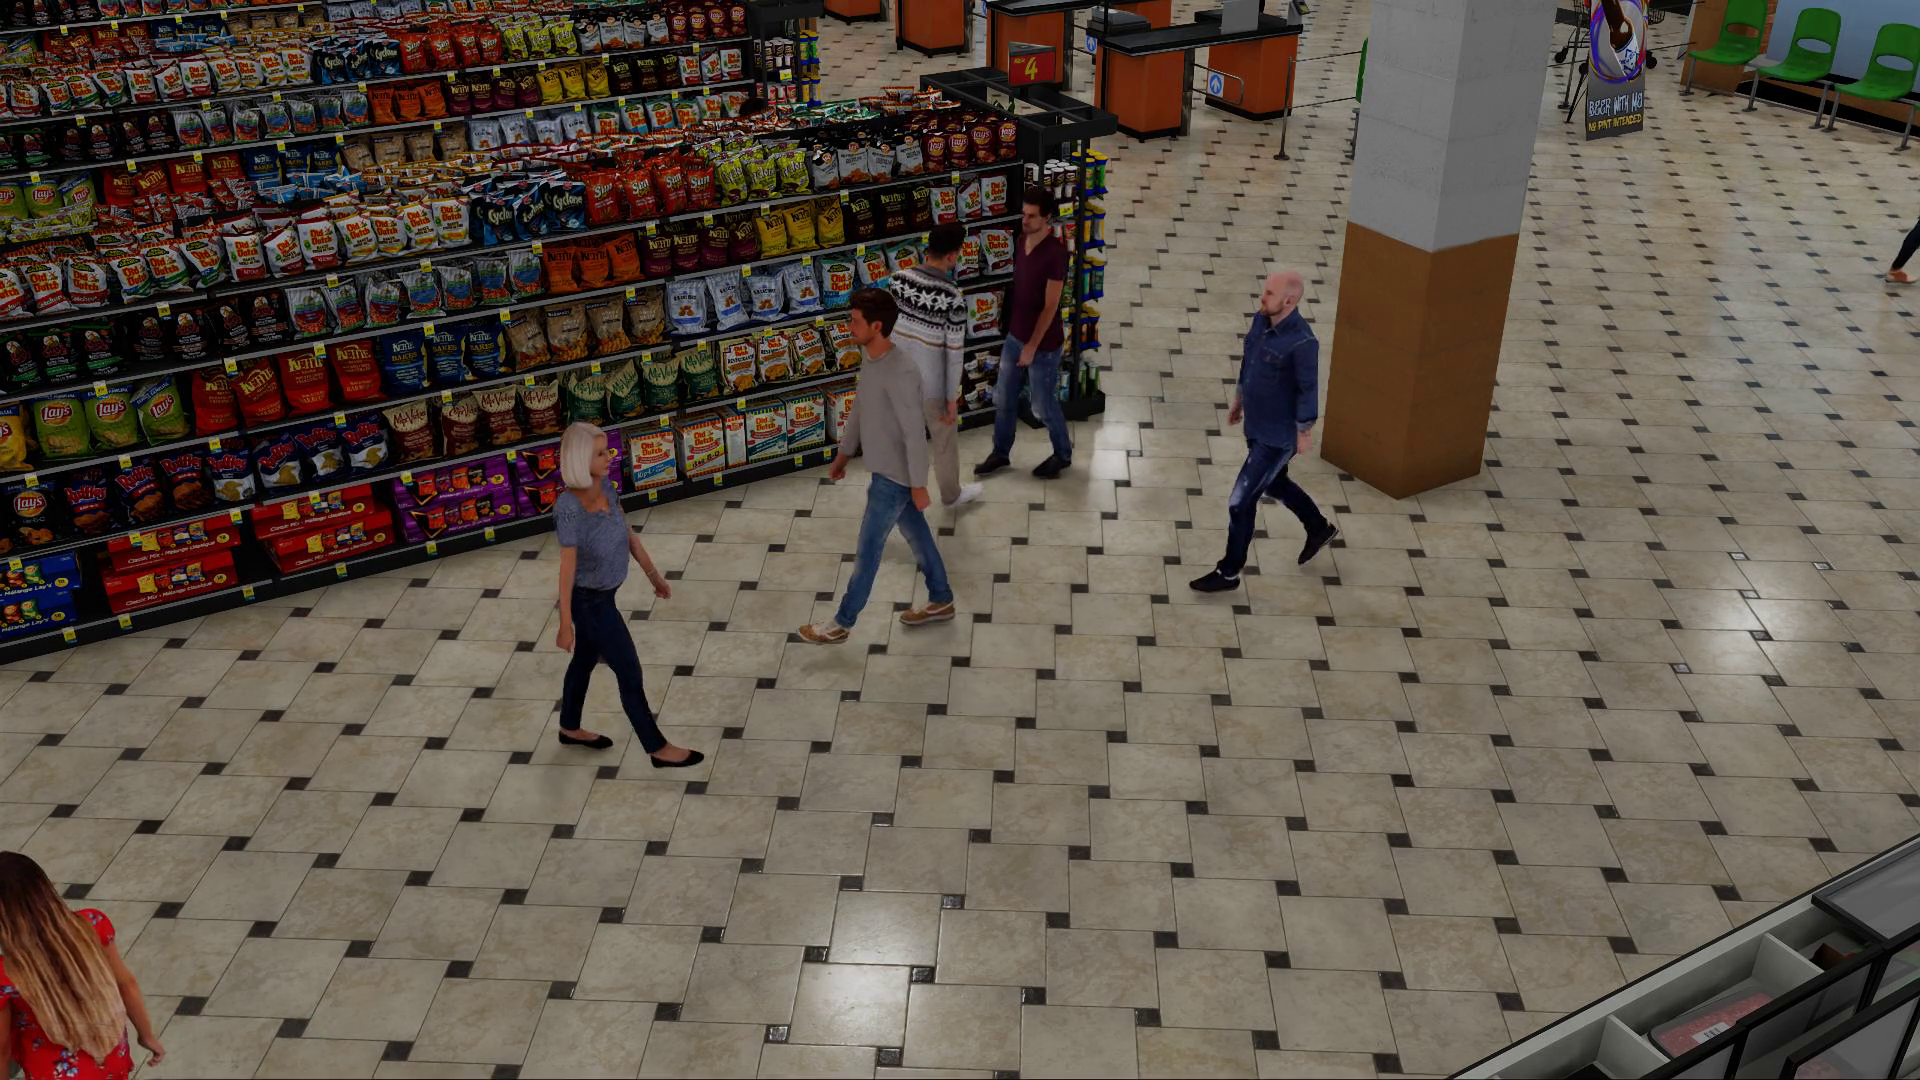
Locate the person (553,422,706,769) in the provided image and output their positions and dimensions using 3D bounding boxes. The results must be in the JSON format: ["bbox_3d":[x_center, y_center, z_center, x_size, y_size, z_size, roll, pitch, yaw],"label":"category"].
[{"bbox_3d":[-1.706,0.256,7.369,1.060,1.690,0.940,2,29,5],"label":"person"}]

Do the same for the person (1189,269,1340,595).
[{"bbox_3d":[1.709,-0.571,8.781,1.241,1.790,0.902,-7,29,-13],"label":"person"}]

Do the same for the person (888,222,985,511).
[{"bbox_3d":[-0.276,-0.825,9.229,1.074,1.807,1.234,11,30,19],"label":"person"}]

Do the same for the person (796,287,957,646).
[{"bbox_3d":[-0.236,-0.354,8.315,1.172,1.855,0.818,-10,30,-17],"label":"person"}]

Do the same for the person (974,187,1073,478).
[{"bbox_3d":[0.514,-1.210,9.916,0.821,1.823,0.672,-15,32,-25],"label":"person"}]

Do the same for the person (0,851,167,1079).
[{"bbox_3d":[-2.579,1.627,4.983,0.882,1.572,0.904,16,33,27],"label":"person"}]
